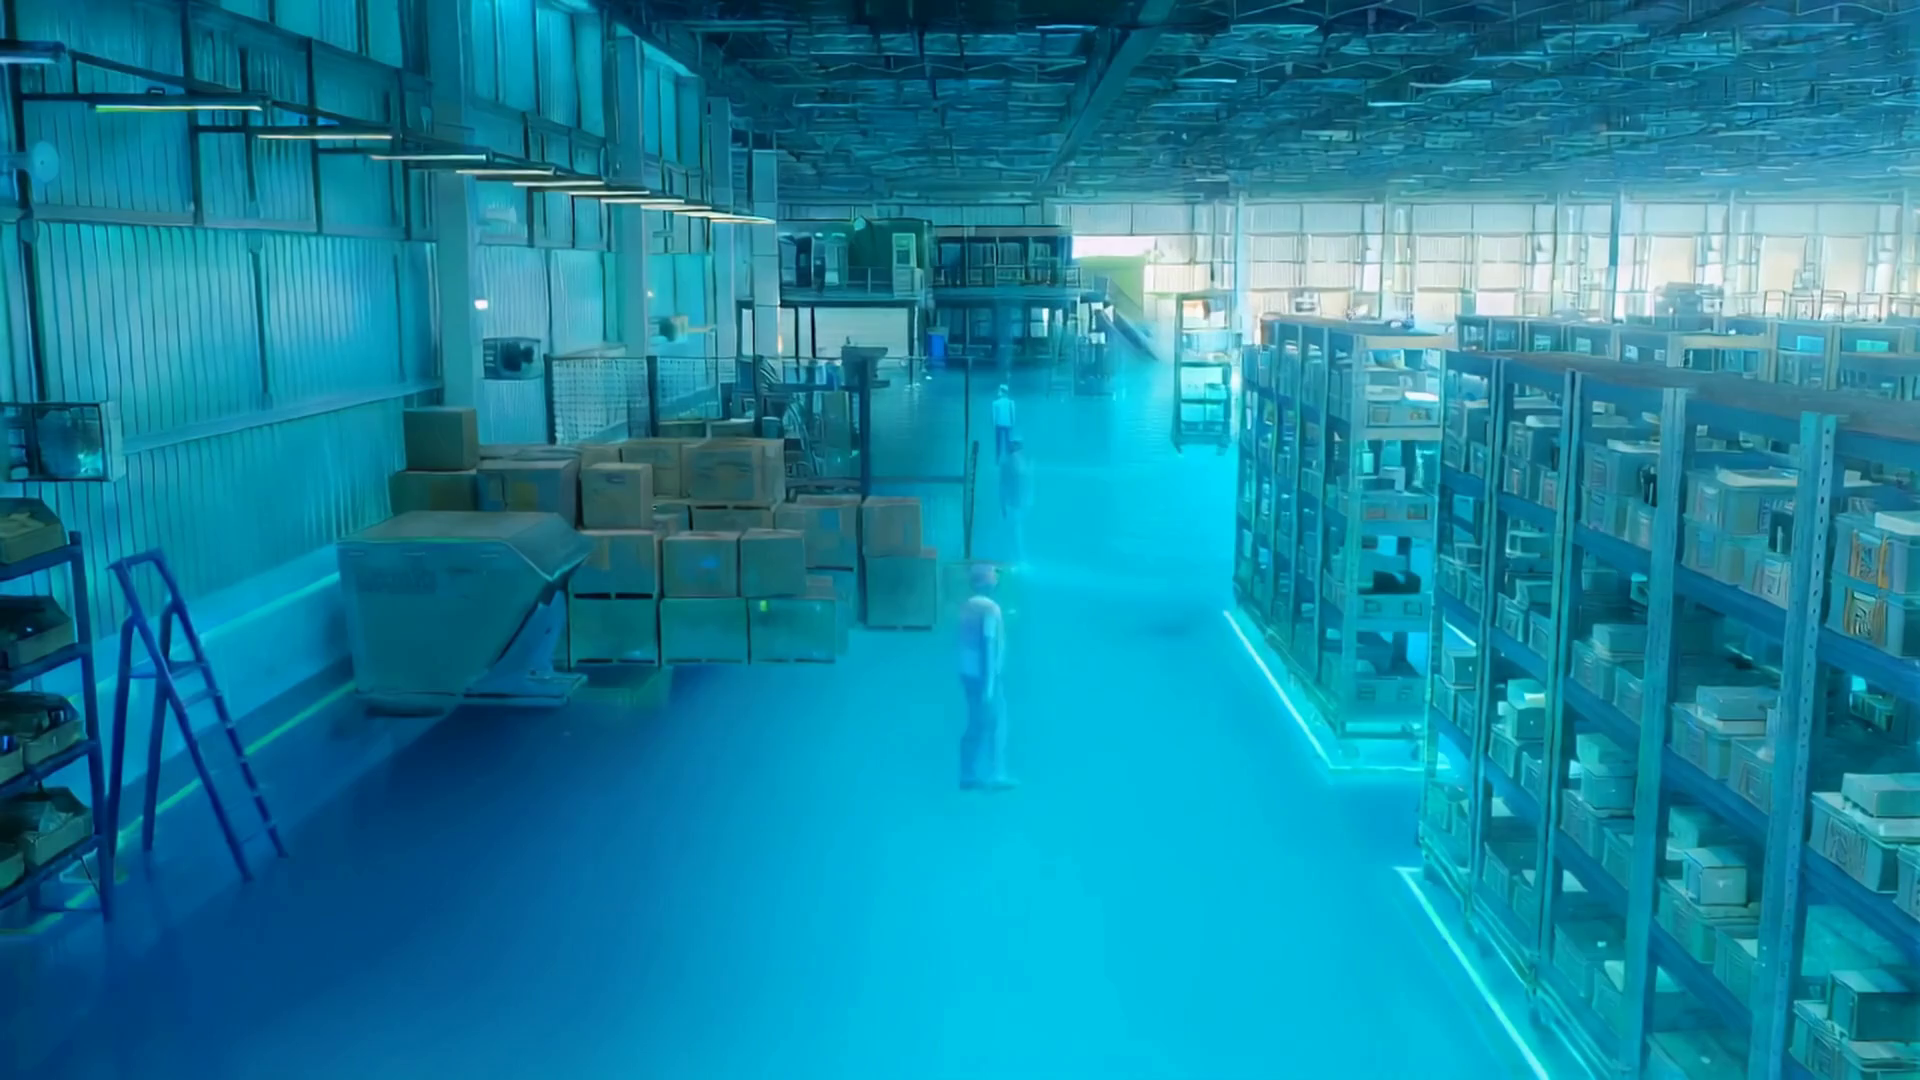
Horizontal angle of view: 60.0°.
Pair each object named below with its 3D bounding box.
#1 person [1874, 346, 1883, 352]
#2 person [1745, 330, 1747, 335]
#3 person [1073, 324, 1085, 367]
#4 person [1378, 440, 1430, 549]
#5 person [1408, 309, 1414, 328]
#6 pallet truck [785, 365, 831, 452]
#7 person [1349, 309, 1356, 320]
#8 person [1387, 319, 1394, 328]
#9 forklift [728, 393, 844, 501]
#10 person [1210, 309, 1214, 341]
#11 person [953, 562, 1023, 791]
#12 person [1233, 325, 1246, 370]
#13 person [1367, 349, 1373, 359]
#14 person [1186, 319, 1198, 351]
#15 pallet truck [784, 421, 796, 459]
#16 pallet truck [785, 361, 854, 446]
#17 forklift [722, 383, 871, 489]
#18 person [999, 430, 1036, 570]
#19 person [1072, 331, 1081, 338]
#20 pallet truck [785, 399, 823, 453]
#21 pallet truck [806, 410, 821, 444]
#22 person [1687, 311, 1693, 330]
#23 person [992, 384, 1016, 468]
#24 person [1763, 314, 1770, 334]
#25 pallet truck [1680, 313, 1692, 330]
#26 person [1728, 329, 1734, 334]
[{"bbox_3d":[26.843,-4.724,48.742,0.643,1.893,0.424,1,9,7],"label":"person"},{"bbox_3d":[30.273,-7.234,64.105,0.752,1.937,0.611,9,13,43],"label":"person"},{"bbox_3d":[5.056,-8.247,70.714,0.744,1.816,0.529,-9,13,-44],"label":"person"},{"bbox_3d":[6.535,-0.875,24.778,0.636,1.971,1.092,-7,12,-38],"label":"person"},{"bbox_3d":[25.721,-12.227,94.922,0.382,1.924,0.594,0,9,-1],"label":"person"},{"bbox_3d":[-3.774,-2.976,37.635,1.885,1.965,0.823,1,9,5],"label":"pallet truck"},{"bbox_3d":[22.260,-12.158,94.462,0.431,1.933,0.635,3,10,19],"label":"person"},{"bbox_3d":[20.242,-9.477,78.184,0.813,1.856,0.593,-6,11,-35],"label":"person"},{"bbox_3d":[-2.979,-1.316,26.476,2.680,1.987,1.157,0,9,1],"label":"forklift"},{"bbox_3d":[14.753,-12.608,97.489,0.429,1.856,0.520,-1,9,-4],"label":"person"},{"bbox_3d":[0.202,1.084,13.204,0.567,1.792,0.659,-4,10,-25],"label":"person"},{"bbox_3d":[11.504,-7.895,68.403,0.597,1.866,0.724,6,11,35],"label":"person"},{"bbox_3d":[12.985,-5.255,52.238,0.403,1.823,0.588,0,9,-2],"label":"person"},{"bbox_3d":[11.742,-10.455,84.063,0.629,1.903,0.453,-1,9,-5],"label":"person"},{"bbox_3d":[-4.013,-1.793,32.705,1.601,1.201,0.680,0,9,1],"label":"pallet truck"},{"bbox_3d":[-3.410,-3.193,38.978,1.885,1.965,0.823,0,9,-1],"label":"pallet truck"},{"bbox_3d":[-2.893,-1.687,28.729,2.680,1.987,1.157,0,9,-1],"label":"forklift"},{"bbox_3d":[0.769,-0.510,22.558,0.626,1.953,0.490,-7,11,-36],"label":"person"},{"bbox_3d":[7.026,-12.621,97.786,0.985,1.799,0.636,-1,9,-4],"label":"person"},{"bbox_3d":[-3.814,-2.432,36.419,1.630,1.274,0.653,0,9,1],"label":"pallet truck"},{"bbox_3d":[-3.559,-2.018,33.905,1.522,1.261,0.704,0,9,-1],"label":"pallet truck"},{"bbox_3d":[39.659,-11.434,90.122,0.884,1.908,0.554,4,10,26],"label":"person"},{"bbox_3d":[0.917,-2.374,34.652,0.522,1.764,0.318,2,9,11],"label":"person"},{"bbox_3d":[41.938,-10.814,86.354,0.584,1.871,0.897,-5,10,-27],"label":"person"},{"bbox_3d":[36.315,-10.531,84.244,0.823,1.965,1.885,-6,11,-33],"label":"pallet truck"},{"bbox_3d":[34.516,-8.871,74.263,0.758,1.916,0.547,5,11,30],"label":"person"}]
